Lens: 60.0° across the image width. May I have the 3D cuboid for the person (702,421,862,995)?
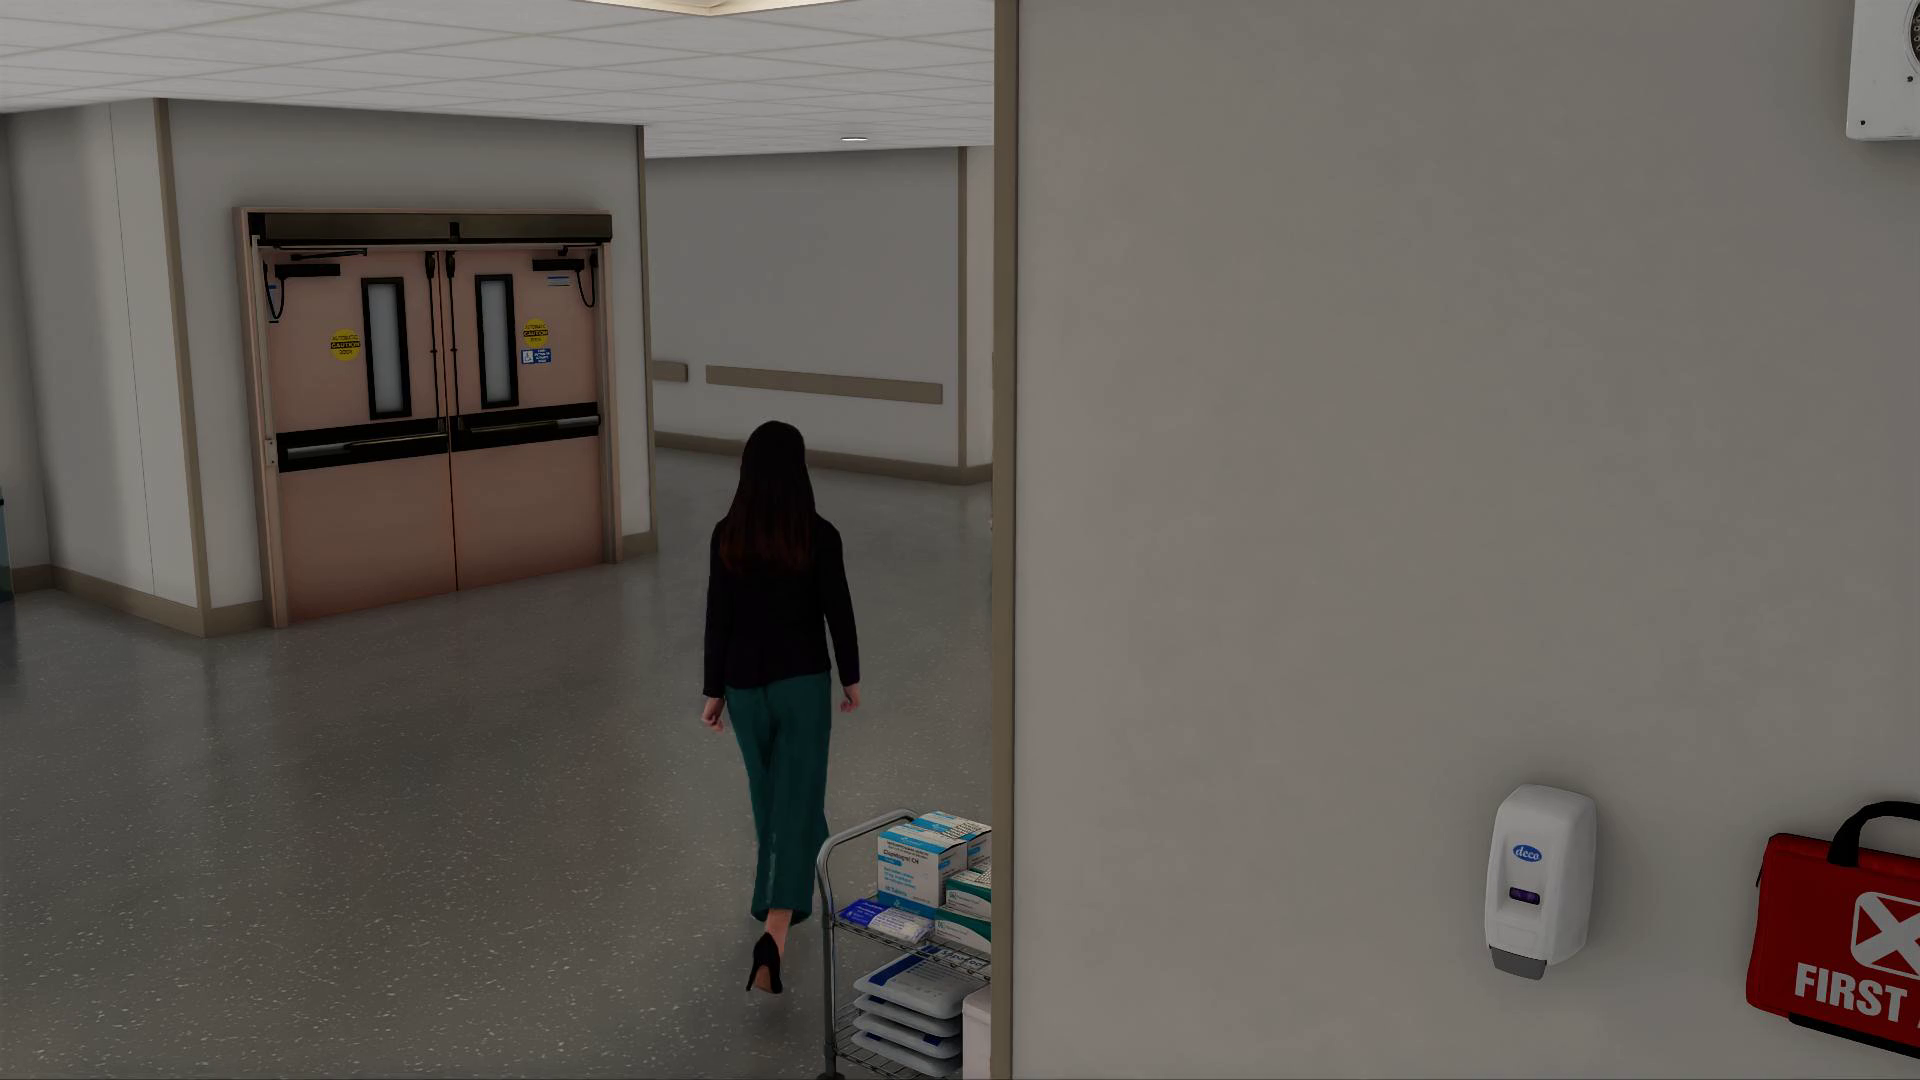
[{"bbox_3d":[-0.562,0.536,5.034,0.993,1.697,1.212,2,11,11],"label":"person"}]
